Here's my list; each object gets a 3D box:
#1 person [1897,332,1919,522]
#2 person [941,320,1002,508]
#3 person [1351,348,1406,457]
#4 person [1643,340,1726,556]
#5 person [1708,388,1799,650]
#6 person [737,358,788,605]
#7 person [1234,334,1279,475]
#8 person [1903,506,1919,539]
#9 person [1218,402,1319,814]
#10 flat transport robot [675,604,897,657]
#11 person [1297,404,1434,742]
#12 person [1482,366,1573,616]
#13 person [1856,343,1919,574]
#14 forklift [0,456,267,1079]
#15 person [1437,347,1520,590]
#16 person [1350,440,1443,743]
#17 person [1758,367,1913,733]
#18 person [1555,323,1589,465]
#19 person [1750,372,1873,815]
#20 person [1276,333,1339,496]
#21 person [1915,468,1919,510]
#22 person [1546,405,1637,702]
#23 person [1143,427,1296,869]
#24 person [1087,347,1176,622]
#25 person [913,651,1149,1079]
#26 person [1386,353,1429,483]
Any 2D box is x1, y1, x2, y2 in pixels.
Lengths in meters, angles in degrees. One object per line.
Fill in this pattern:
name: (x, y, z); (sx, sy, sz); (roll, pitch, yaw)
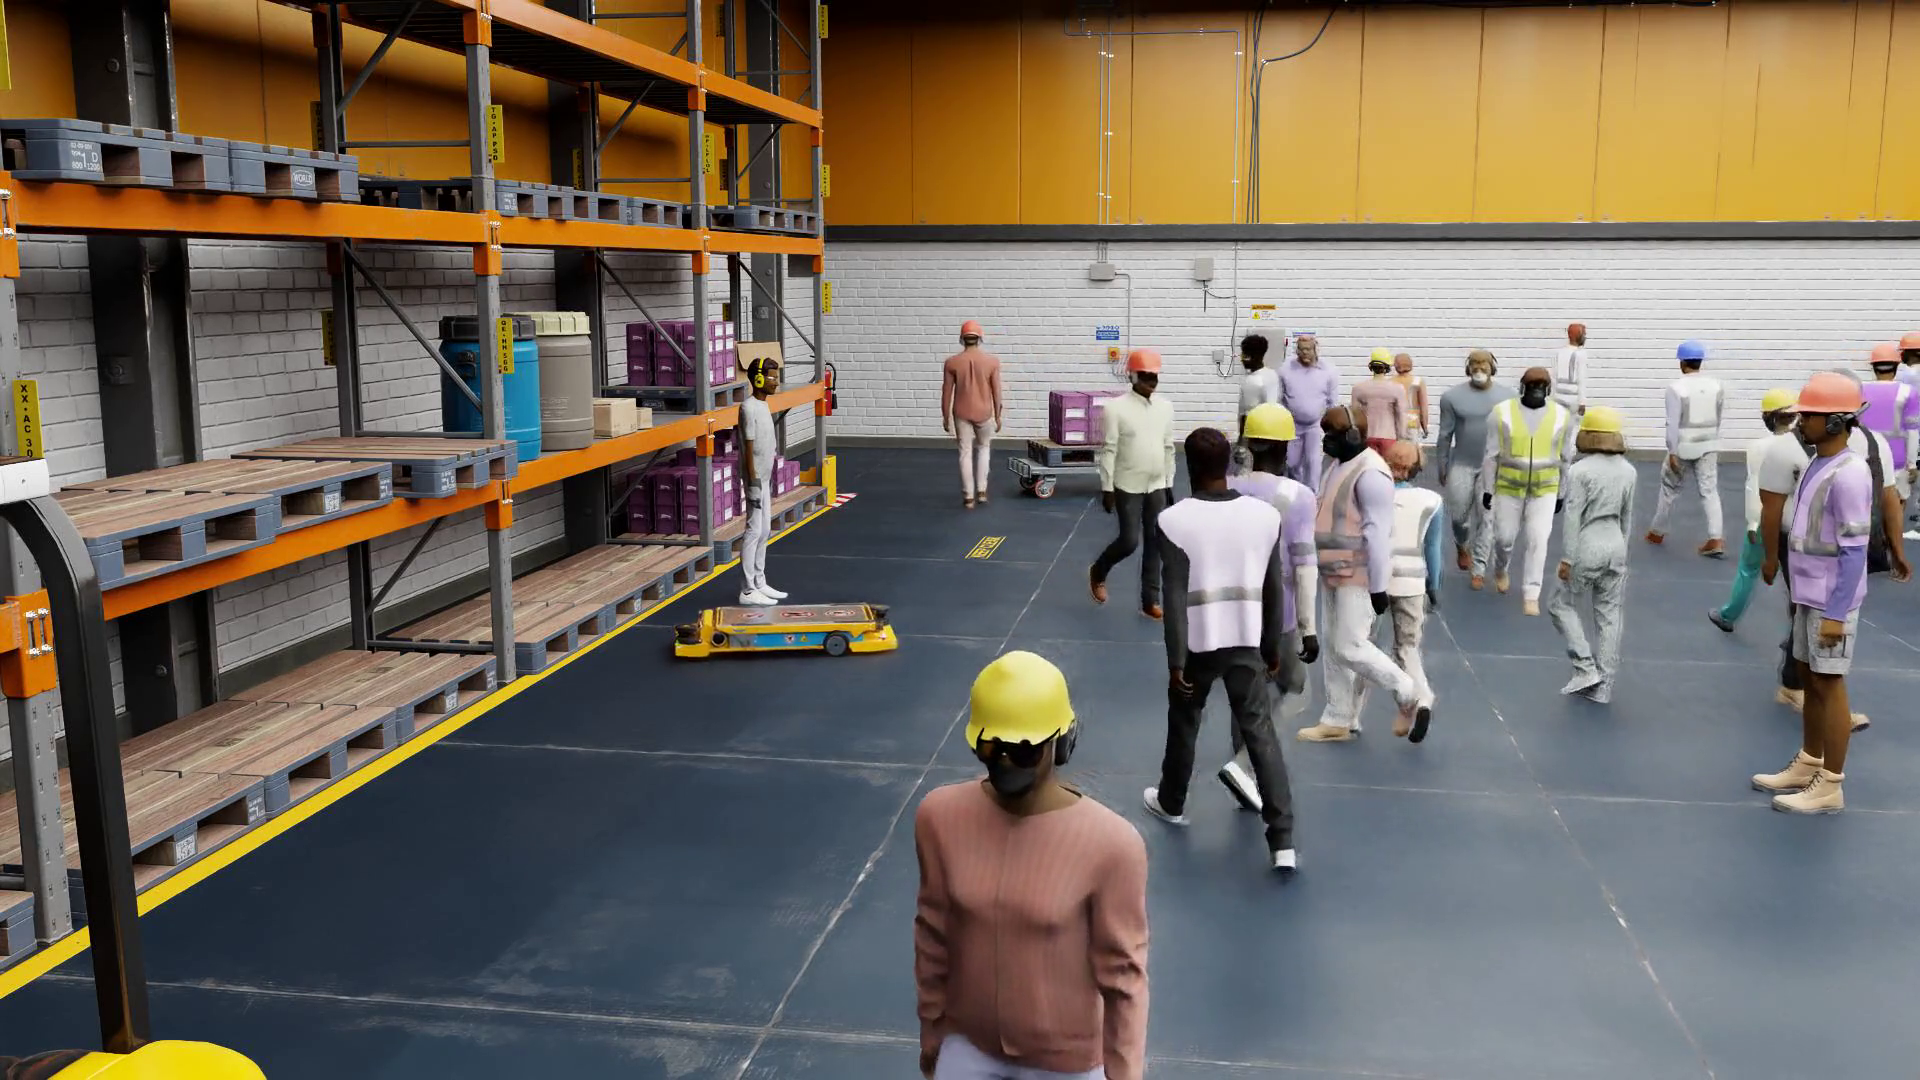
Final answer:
person: (9.471, -1.134, 16.714); (0.570, 1.883, 0.987); (-4, 10, -25)
person: (0.116, -1.349, 17.751); (0.646, 1.975, 0.672); (-1, 9, -4)
person: (4.028, -0.966, 16.054); (0.527, 1.768, 0.314); (3, 10, 18)
person: (6.501, -0.817, 14.760); (0.601, 1.901, 1.018); (-1, 9, -8)
person: (5.428, -0.148, 11.137); (0.536, 1.722, 0.924); (-1, 9, -5)
person: (-1.507, -0.440, 12.531); (0.322, 1.860, 0.516); (1, 9, 9)
person: (2.785, -0.946, 15.458); (0.410, 1.929, 0.720); (6, 11, 31)
person: (9.133, -0.764, 15.292); (0.510, 1.606, 0.745); (-7, 11, -36)
person: (1.361, 0.331, 7.591); (0.481, 1.913, 0.615); (-9, 13, -42)
flat transport robot: (-1.159, 0.590, 11.052); (1.431, 0.197, 0.652); (-1, 9, -7)
person: (2.139, 0.192, 8.779); (0.601, 1.820, 0.642); (-1, 9, -3)
person: (4.194, -0.389, 12.342); (0.630, 1.823, 0.742); (2, 9, 13)
person: (7.613, -0.666, 13.737); (0.398, 1.915, 0.566); (-9, 13, -43)
forklift: (-2.328, 0.975, 2.765); (2.313, 2.155, 1.214); (1, 9, 9)
person: (4.127, -0.586, 13.264); (0.627, 1.916, 0.682); (3, 10, 19)
person: (2.304, 0.280, 8.832); (0.551, 1.613, 0.584); (1, 9, 5)
person: (4.790, 0.026, 9.087); (0.696, 2.000, 1.007); (-1, 9, -8)
person: (7.466, -1.697, 20.231); (0.409, 1.870, 0.619); (-2, 9, -14)
person: (3.962, 0.251, 7.691); (0.393, 2.044, 0.609); (2, 9, 13)
person: (3.534, -1.180, 17.017); (0.686, 1.884, 0.601); (3, 10, 19)
person: (7.565, -0.324, 12.559); (0.661, 1.607, 0.537); (-6, 11, -33)
person: (3.672, 0.082, 9.677); (0.511, 1.727, 0.374); (-3, 10, -20)
person: (1.130, 0.443, 7.155); (0.604, 1.846, 1.127); (-2, 9, -13)
person: (1.244, -0.410, 12.000); (0.622, 1.978, 0.639); (-6, 11, -32)
person: (0.113, 1.087, 3.415); (0.544, 1.745, 0.591); (4, 10, 22)
person: (4.798, -1.222, 18.069); (0.538, 1.613, 0.570); (8, 12, 40)
